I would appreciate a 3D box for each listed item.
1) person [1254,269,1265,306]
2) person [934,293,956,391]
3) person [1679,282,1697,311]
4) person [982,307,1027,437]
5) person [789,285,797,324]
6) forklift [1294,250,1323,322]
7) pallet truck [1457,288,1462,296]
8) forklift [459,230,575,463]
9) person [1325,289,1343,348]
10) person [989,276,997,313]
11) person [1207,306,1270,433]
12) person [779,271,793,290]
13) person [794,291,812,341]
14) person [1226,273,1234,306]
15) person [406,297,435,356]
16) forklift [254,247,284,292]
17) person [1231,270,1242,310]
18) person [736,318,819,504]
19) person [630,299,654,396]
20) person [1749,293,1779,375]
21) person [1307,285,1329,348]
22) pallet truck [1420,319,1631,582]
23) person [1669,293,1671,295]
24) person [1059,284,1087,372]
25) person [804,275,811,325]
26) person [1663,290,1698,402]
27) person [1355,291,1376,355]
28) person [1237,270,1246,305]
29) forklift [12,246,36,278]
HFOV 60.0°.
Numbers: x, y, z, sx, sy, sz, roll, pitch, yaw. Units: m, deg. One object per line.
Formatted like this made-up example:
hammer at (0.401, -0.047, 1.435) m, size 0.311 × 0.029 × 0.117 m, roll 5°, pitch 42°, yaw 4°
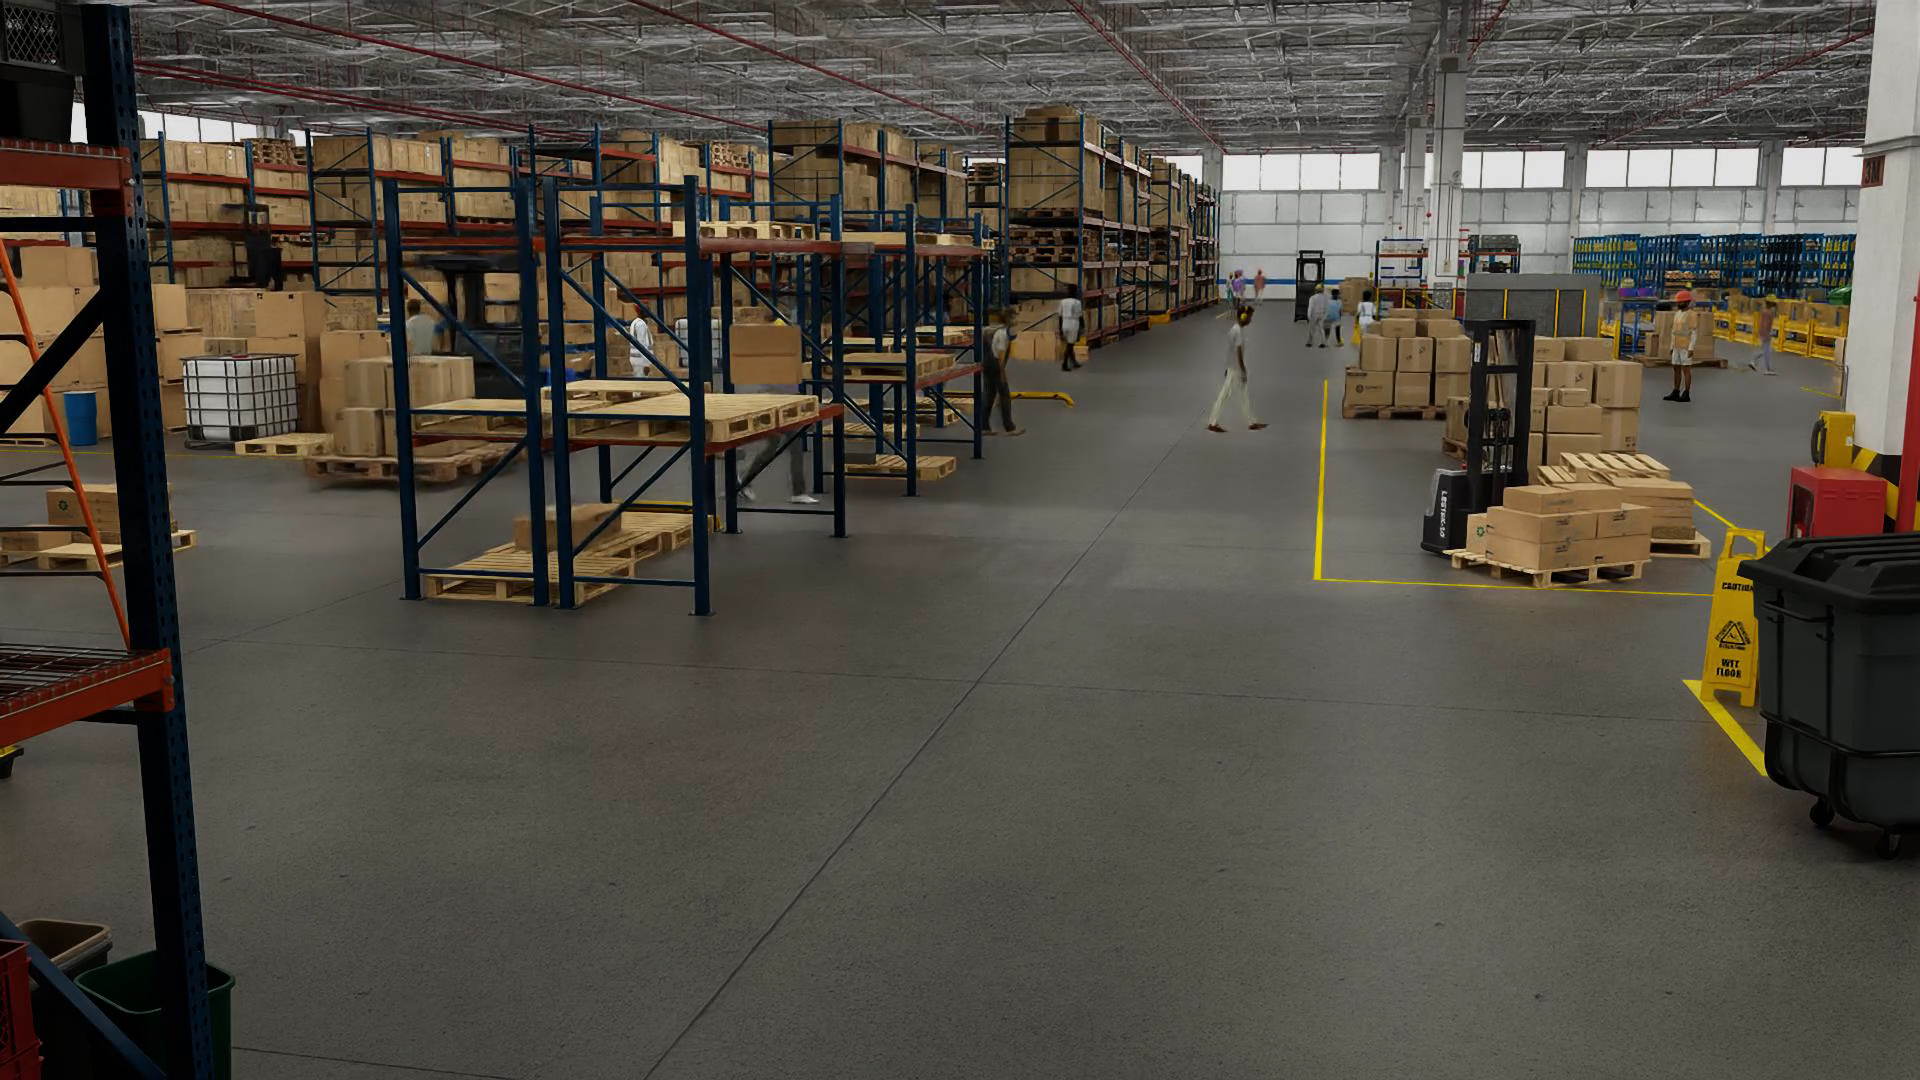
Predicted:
person at (16.069, -13.541, 89.184) m, size 0.639 × 1.944 × 1.041 m, roll -1°, pitch 10°, yaw -6°
person at (-0.273, -3.366, 29.070) m, size 0.493 × 1.898 × 0.616 m, roll 0°, pitch 10°, yaw 0°
person at (23.872, -7.594, 54.537) m, size 0.540 × 1.735 × 0.777 m, roll 3°, pitch 10°, yaw 17°
person at (0.589, -2.330, 23.219) m, size 0.658 × 1.810 × 0.506 m, roll -1°, pitch 10°, yaw -8°
person at (-5.339, -7.369, 53.530) m, size 0.279 × 1.633 × 0.500 m, roll -9°, pitch 13°, yaw -43°
forklift at (13.778, -10.002, 65.433) m, size 1.129 × 2.768 × 1.873 m, roll 2°, pitch 10°, yaw 12°
pallet truck at (20.506, -9.785, 68.819) m, size 0.653 × 1.274 × 1.630 m, roll 2°, pitch 10°, yaw 12°
forklift at (-5.660, -2.448, 20.702) m, size 1.129 × 2.768 × 1.873 m, roll 2°, pitch 10°, yaw 12°
person at (10.517, -6.247, 46.840) m, size 0.522 × 1.646 × 0.853 m, roll -2°, pitch 10°, yaw -10°
person at (1.588, -11.493, 77.047) m, size 0.372 × 1.940 × 0.630 m, roll -6°, pitch 11°, yaw -30°
person at (4.003, -2.433, 23.766) m, size 0.966 × 1.810 × 0.649 m, roll 1°, pitch 10°, yaw 6°
person at (-6.590, -9.200, 63.192) m, size 0.604 × 2.034 × 0.386 m, roll -8°, pitch 12°, yaw -39°
person at (-3.047, -4.039, 33.217) m, size 0.914 × 1.828 × 0.541 m, roll 0°, pitch 10°, yaw -1°
person at (14.408, -13.328, 88.423) m, size 0.533 × 1.768 × 0.311 m, roll 2°, pitch 10°, yaw 14°
person at (-8.100, -2.705, 25.108) m, size 0.844 × 1.913 × 0.637 m, roll 5°, pitch 11°, yaw 28°
forklift at (-20.749, -7.421, 50.148) m, size 1.873 × 2.768 × 1.129 m, roll 2°, pitch 10°, yaw 12°
person at (13.409, -12.097, 80.653) m, size 0.570 × 1.924 × 0.421 m, roll 2°, pitch 10°, yaw 12°
person at (-1.871, -1.305, 16.850) m, size 0.825 × 1.897 × 0.593 m, roll 4°, pitch 10°, yaw 24°
person at (-4.697, -2.606, 24.586) m, size 0.354 × 1.883 × 0.572 m, roll -4°, pitch 10°, yaw -22°
person at (17.312, -4.414, 35.652) m, size 0.508 × 1.748 × 0.559 m, roll 5°, pitch 11°, yaw 26°
person at (10.017, -6.249, 46.532) m, size 0.662 × 1.776 × 0.920 m, roll -2°, pitch 10°, yaw -13°
pallet truck at (4.543, -0.757, 13.299) m, size 0.823 × 1.965 × 1.885 m, roll -4°, pitch 10°, yaw -22°
person at (38.494, -13.588, 89.768) m, size 0.571 × 1.824 × 0.588 m, roll 2°, pitch 10°, yaw 14°
person at (2.516, -4.669, 36.644) m, size 0.973 × 1.923 × 0.603 m, roll -9°, pitch 13°, yaw -41°
person at (-5.722, -8.937, 62.090) m, size 0.762 × 1.880 × 0.652 m, roll 3°, pitch 10°, yaw 18°
person at (12.553, -3.369, 28.953) m, size 0.372 × 1.933 × 0.551 m, roll -3°, pitch 10°, yaw -15°
person at (10.436, -5.541, 42.572) m, size 0.537 × 1.675 × 0.684 m, roll -5°, pitch 11°, yaw -25°
person at (15.206, -13.669, 90.054) m, size 0.609 × 1.892 × 0.994 m, roll 0°, pitch 10°, yaw -2°
forklift at (-24.800, -6.427, 44.263) m, size 1.873 × 2.768 × 1.129 m, roll -9°, pitch 13°, yaw -42°
